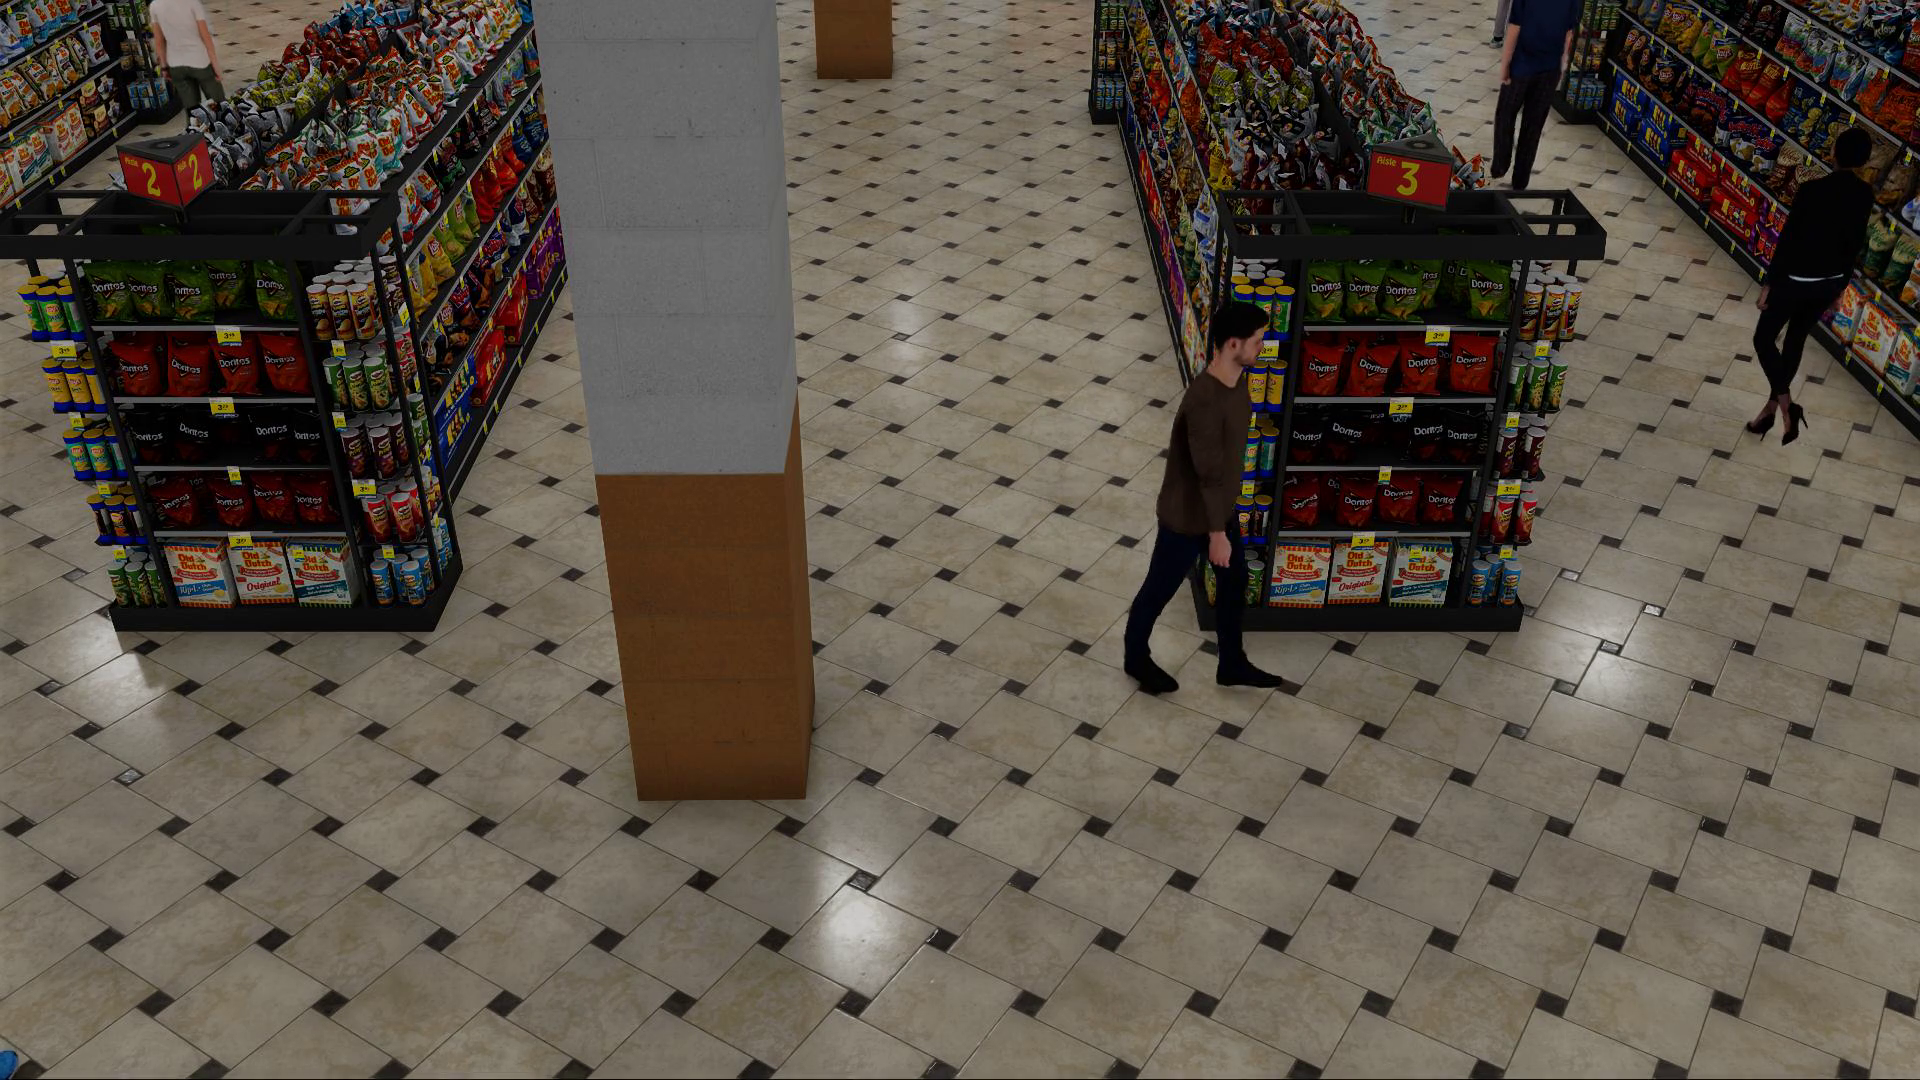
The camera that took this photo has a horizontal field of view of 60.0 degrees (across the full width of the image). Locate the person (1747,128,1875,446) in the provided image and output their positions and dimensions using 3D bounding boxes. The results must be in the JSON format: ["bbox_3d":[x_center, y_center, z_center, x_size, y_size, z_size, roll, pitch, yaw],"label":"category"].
[{"bbox_3d":[4.584,-1.284,8.966,0.619,1.818,0.842,0,32,-1],"label":"person"}]

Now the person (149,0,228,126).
[{"bbox_3d":[-5.980,-3.643,12.919,0.699,1.647,0.799,-7,33,-11],"label":"person"}]

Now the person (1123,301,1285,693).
[{"bbox_3d":[0.943,-0.154,7.122,1.010,1.848,1.018,18,36,27],"label":"person"}]

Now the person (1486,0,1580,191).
[{"bbox_3d":[4.328,-3.493,12.480,0.721,1.857,0.713,6,32,9],"label":"person"}]
